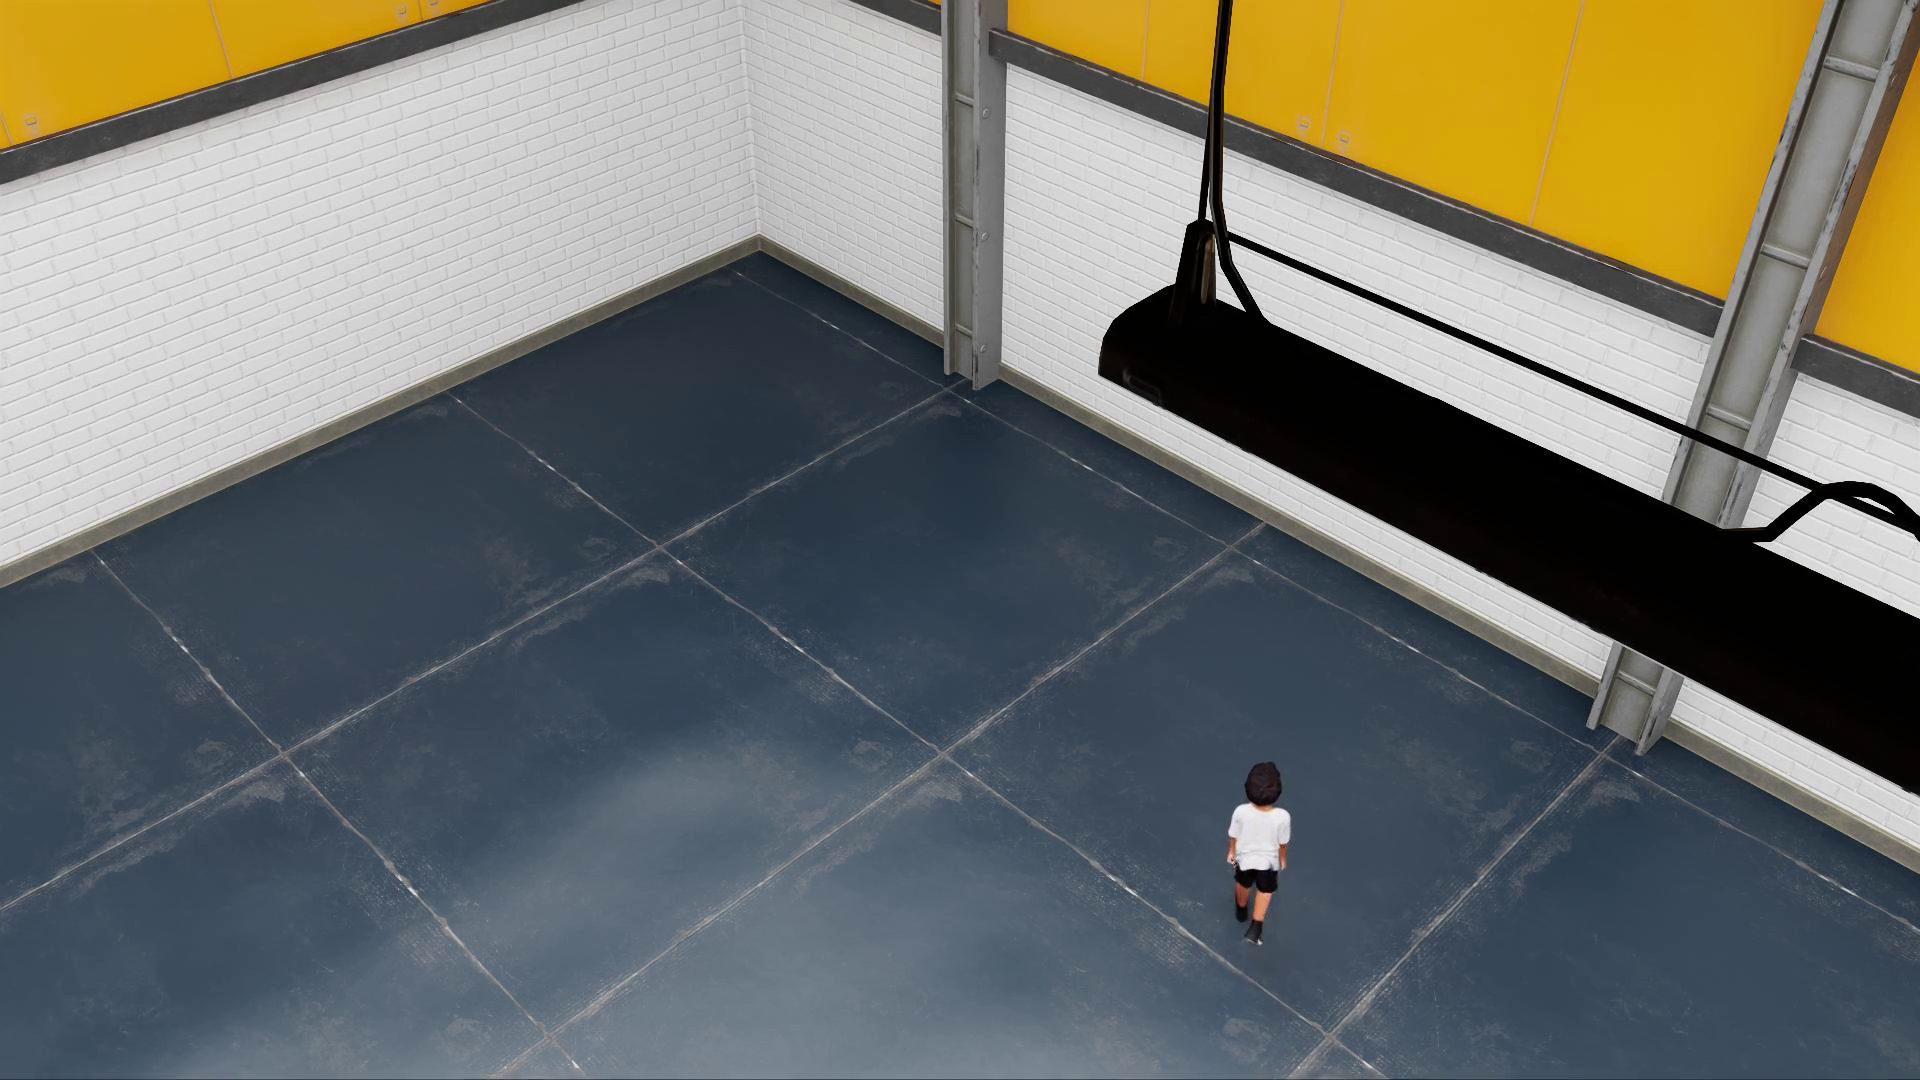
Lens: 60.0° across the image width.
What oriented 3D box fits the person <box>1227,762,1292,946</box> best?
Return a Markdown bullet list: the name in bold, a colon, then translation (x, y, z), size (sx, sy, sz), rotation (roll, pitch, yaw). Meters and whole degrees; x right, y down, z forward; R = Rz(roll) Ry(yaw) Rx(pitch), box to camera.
- **person**: translation (1.649, 1.763, 9.205), size (0.736, 1.251, 0.749), rotation (8, 39, 10)
